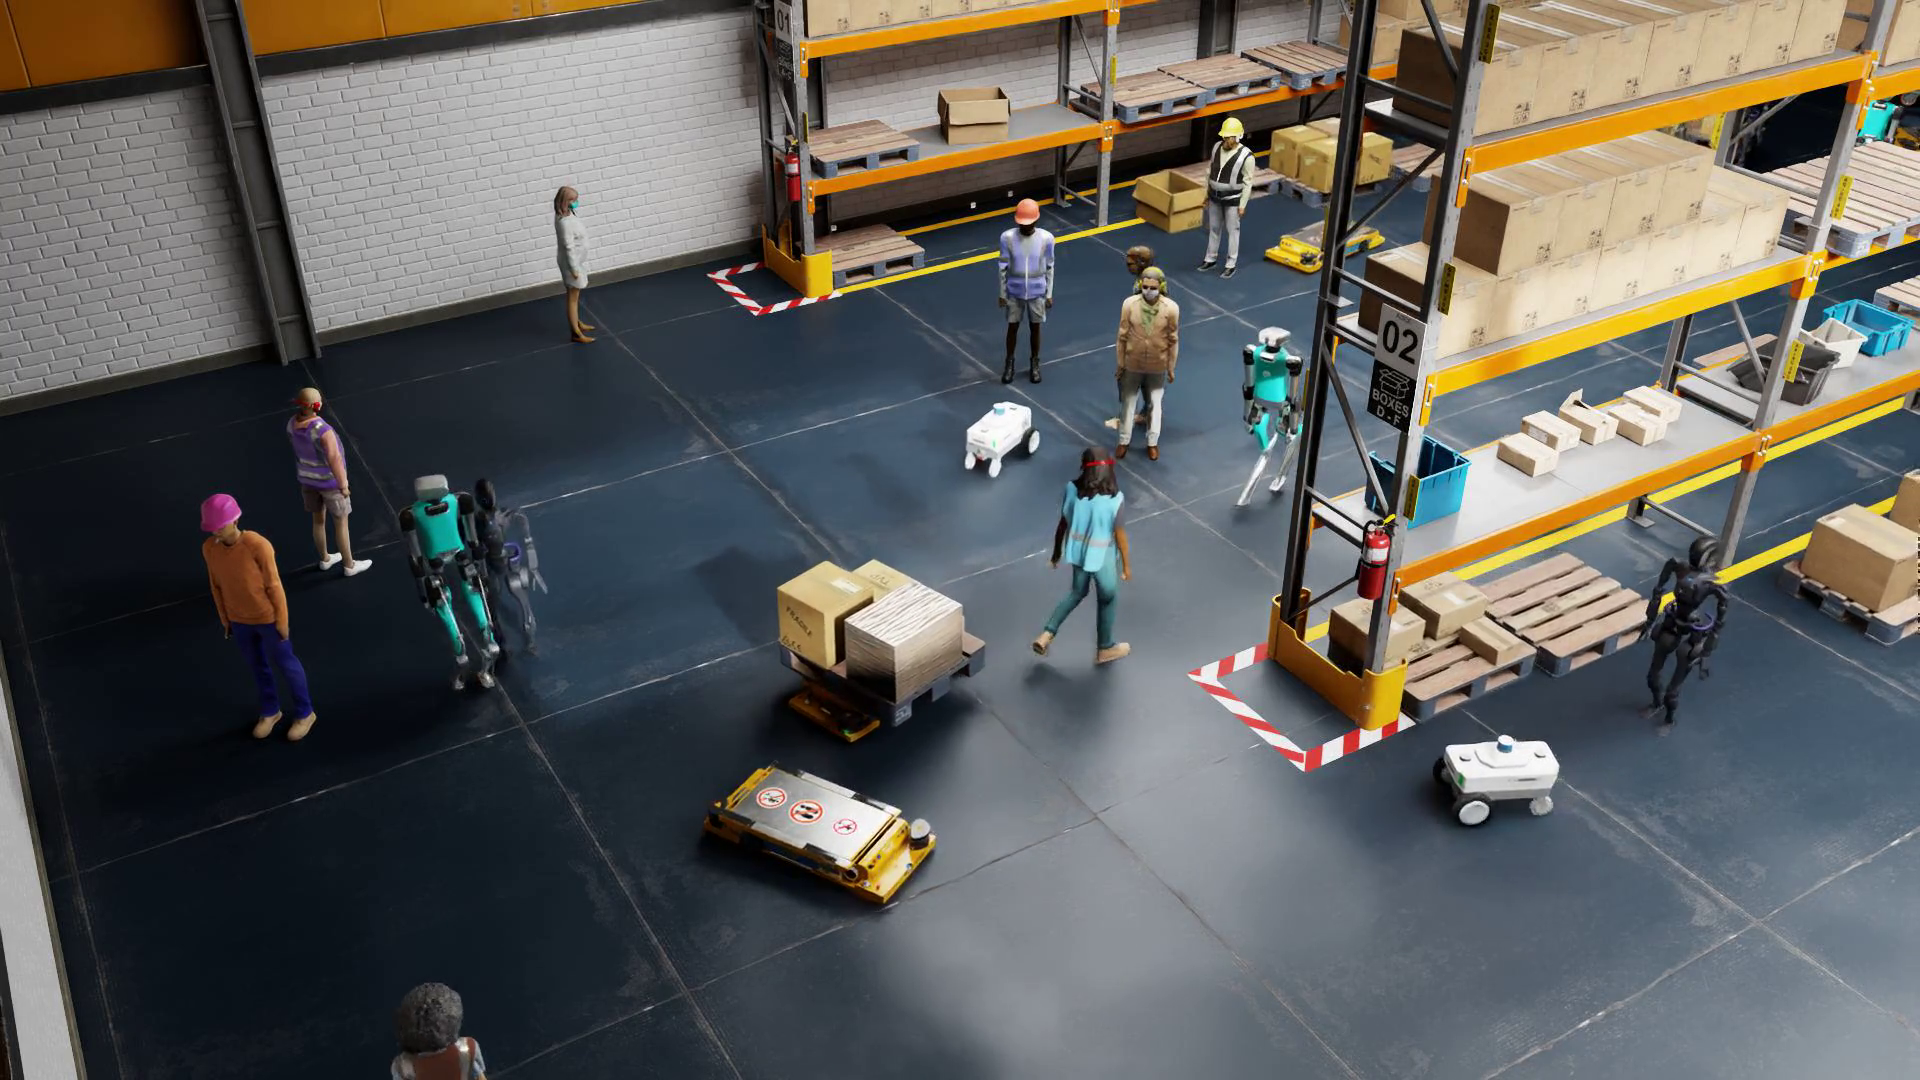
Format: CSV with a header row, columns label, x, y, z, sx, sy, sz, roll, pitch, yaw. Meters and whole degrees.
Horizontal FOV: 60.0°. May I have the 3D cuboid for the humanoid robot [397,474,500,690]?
label,x,y,z,sx,sy,sz,roll,pitch,yaw
humanoid robot,-3.606,0.432,12.006,0.541,1.780,0.747,-17,36,-25

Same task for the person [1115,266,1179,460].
label,x,y,z,sx,sy,sz,roll,pitch,yaw
person,1.700,-1.618,15.155,0.555,1.877,0.403,5,32,8

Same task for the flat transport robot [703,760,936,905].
label,x,y,z,sx,sy,sz,roll,pitch,yaw
flat transport robot,-0.939,1.911,11.036,1.431,0.231,0.659,17,36,25

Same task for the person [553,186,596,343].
label,x,y,z,sx,sy,sz,roll,pitch,yaw
person,-4.030,-2.894,17.383,0.343,1.663,0.488,-4,32,-6

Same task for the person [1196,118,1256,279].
label,x,y,z,sx,sy,sz,roll,pitch,yaw
person,2.996,-3.868,18.781,0.585,1.833,0.404,26,40,35

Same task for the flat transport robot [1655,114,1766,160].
label,x,y,z,sx,sy,sz,roll,pitch,yaw
flat transport robot,10.001,-5.264,22.478,0.659,0.231,1.431,27,41,36

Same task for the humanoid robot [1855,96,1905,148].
label,x,y,z,sx,sy,sz,roll,pitch,yaw
humanoid robot,10.700,-4.474,19.747,0.530,1.694,0.745,21,38,29

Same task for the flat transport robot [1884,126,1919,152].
label,x,y,z,sx,sy,sz,roll,pitch,yaw
flat transport robot,13.494,-5.455,22.783,1.431,0.231,0.659,0,32,0

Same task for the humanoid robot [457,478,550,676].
label,x,y,z,sx,sy,sz,roll,pitch,yaw
humanoid robot,-3.398,0.260,12.339,0.602,1.648,0.321,-10,33,-15

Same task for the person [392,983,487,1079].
label,x,y,z,sx,sy,sz,roll,pitch,yaw
person,-2.501,2.893,8.167,0.462,1.653,0.781,-10,33,-16

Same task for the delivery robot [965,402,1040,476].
label,x,y,z,sx,sy,sz,roll,pitch,yaw
delivery robot,0.376,-0.981,15.395,0.499,0.612,0.796,19,37,27

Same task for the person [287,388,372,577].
label,x,y,z,sx,sy,sz,roll,pitch,yaw
person,-5.159,-0.465,13.491,0.475,1.687,0.343,14,35,21

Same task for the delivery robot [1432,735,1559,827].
label,x,y,z,sx,sy,sz,roll,pitch,yaw
delivery robot,3.635,1.591,11.278,0.782,0.594,0.499,-2,32,-4

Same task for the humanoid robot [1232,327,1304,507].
label,x,y,z,sx,sy,sz,roll,pitch,yaw
humanoid robot,2.755,-1.089,14.440,0.543,1.741,0.984,21,38,29

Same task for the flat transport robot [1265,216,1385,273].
label,x,y,z,sx,sy,sz,roll,pitch,yaw
flat transport robot,4.336,-3.514,19.688,1.431,0.231,0.659,-25,40,-34

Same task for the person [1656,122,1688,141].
label,x,y,z,sx,sy,sz,roll,pitch,yaw
person,8.614,-4.835,20.327,0.470,1.822,0.594,19,37,28

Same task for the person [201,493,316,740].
label,x,y,z,sx,sy,sz,roll,pitch,yaw
person,-4.946,0.530,11.640,0.514,1.981,0.395,4,32,6

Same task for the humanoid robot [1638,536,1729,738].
label,x,y,z,sx,sy,sz,roll,pitch,yaw
humanoid robot,5.118,0.653,11.730,0.416,1.642,0.586,-21,38,-29

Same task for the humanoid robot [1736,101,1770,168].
label,x,y,z,sx,sy,sz,roll,pitch,yaw
humanoid robot,9.982,-5.315,21.234,0.603,1.651,0.320,23,39,32

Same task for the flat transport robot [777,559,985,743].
label,x,y,z,sx,sy,sz,roll,pitch,yaw
flat transport robot,-0.546,0.999,12.491,0.659,0.231,1.431,25,40,34

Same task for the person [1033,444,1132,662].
label,x,y,z,sx,sy,sz,roll,pitch,yaw
person,0.945,0.157,12.353,0.542,1.852,0.641,25,40,34

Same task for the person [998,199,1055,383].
label,x,y,z,sx,sy,sz,roll,pitch,yaw
person,0.651,-2.452,16.428,0.550,1.933,0.373,1,32,1

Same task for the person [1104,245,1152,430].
label,x,y,z,sx,sy,sz,roll,pitch,yaw
person,1.621,-1.911,15.670,0.663,1.822,0.514,3,32,5
